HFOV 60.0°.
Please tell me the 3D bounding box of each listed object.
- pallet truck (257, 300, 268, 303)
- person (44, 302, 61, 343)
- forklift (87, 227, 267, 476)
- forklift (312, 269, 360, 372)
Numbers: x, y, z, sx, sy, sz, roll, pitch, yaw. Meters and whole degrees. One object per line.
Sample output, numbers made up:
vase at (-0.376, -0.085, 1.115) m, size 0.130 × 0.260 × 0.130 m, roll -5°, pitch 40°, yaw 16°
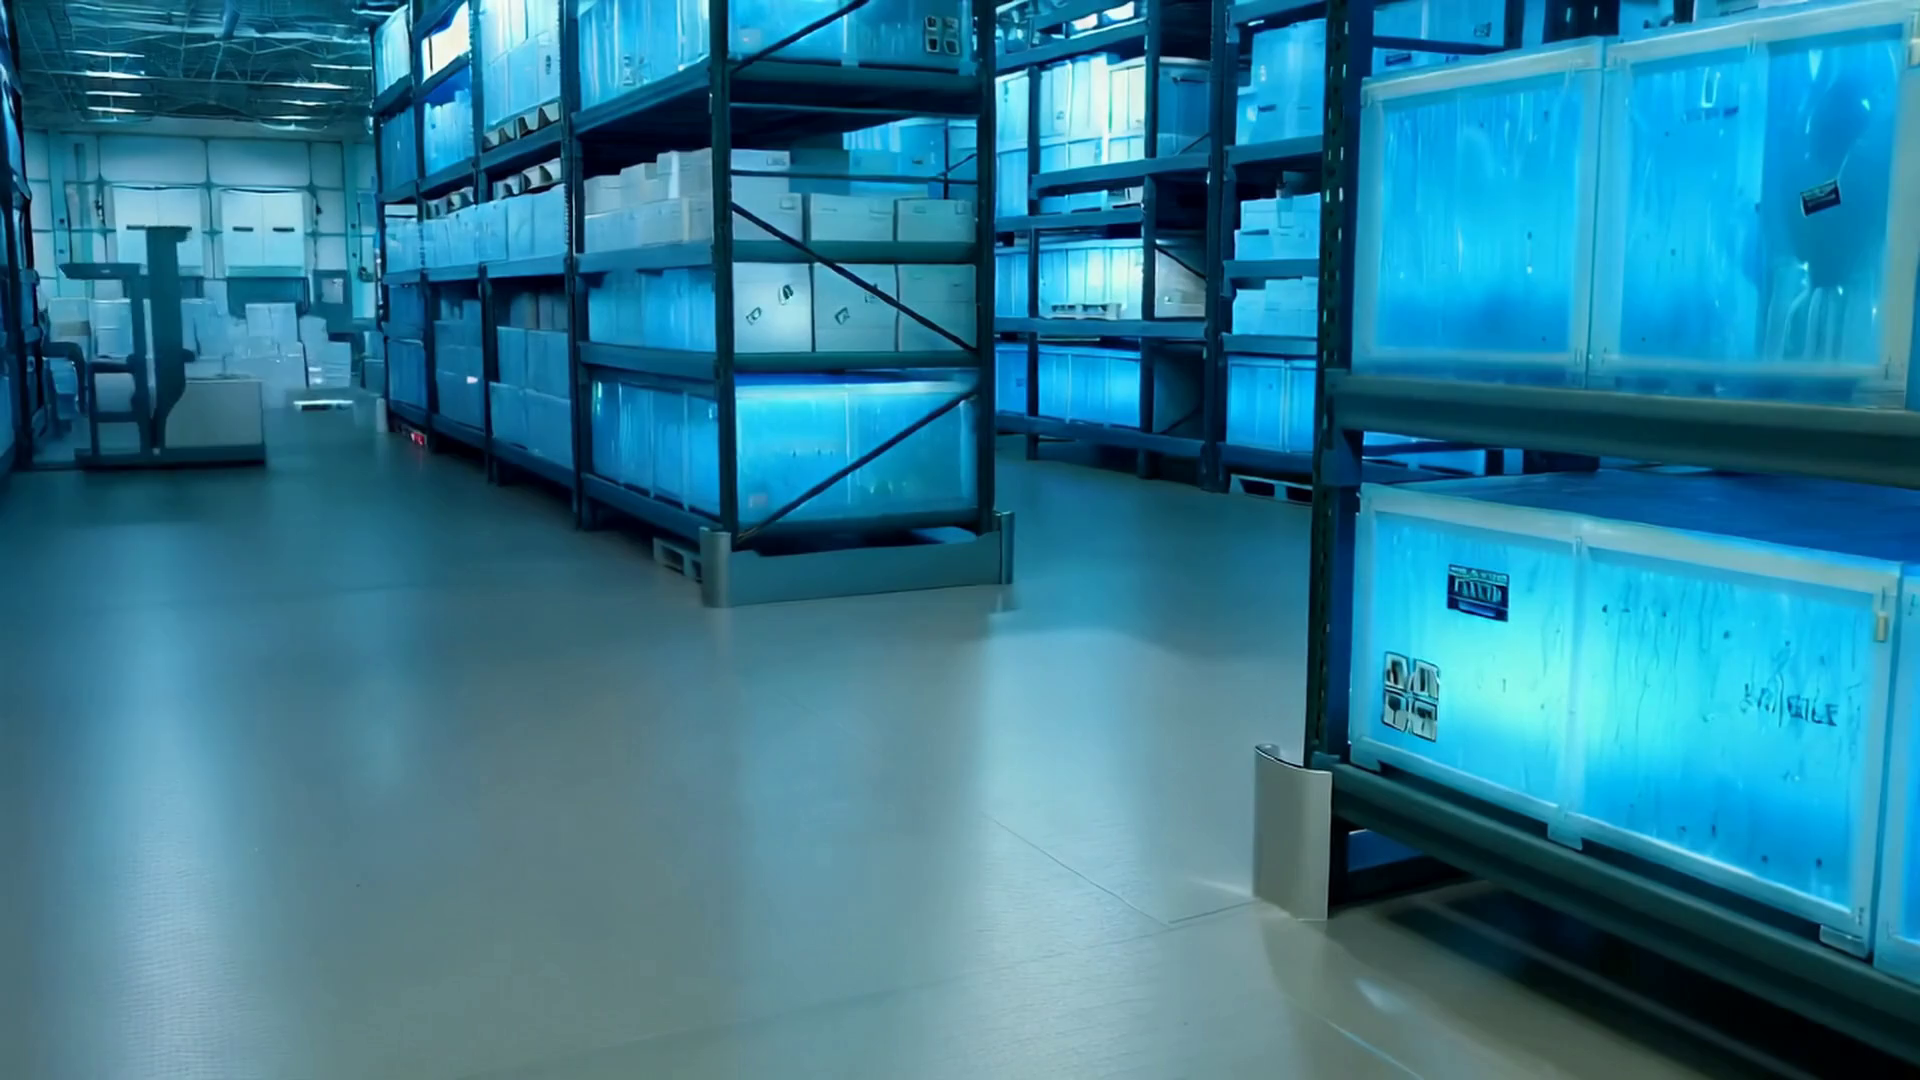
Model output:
pallet truck at (-23.913, -7.404, 58.171) m, size 1.885 × 1.965 × 0.823 m, roll -1°, pitch 8°, yaw -9°
person at (-27.876, -6.336, 51.083) m, size 0.380 × 1.917 × 0.585 m, roll 2°, pitch 9°, yaw 15°
forklift at (-9.170, -2.208, 19.316) m, size 1.873 × 2.768 × 1.129 m, roll -4°, pitch 9°, yaw -26°
forklift at (-17.110, -5.997, 45.439) m, size 1.129 × 2.768 × 1.873 m, roll -4°, pitch 9°, yaw -26°
